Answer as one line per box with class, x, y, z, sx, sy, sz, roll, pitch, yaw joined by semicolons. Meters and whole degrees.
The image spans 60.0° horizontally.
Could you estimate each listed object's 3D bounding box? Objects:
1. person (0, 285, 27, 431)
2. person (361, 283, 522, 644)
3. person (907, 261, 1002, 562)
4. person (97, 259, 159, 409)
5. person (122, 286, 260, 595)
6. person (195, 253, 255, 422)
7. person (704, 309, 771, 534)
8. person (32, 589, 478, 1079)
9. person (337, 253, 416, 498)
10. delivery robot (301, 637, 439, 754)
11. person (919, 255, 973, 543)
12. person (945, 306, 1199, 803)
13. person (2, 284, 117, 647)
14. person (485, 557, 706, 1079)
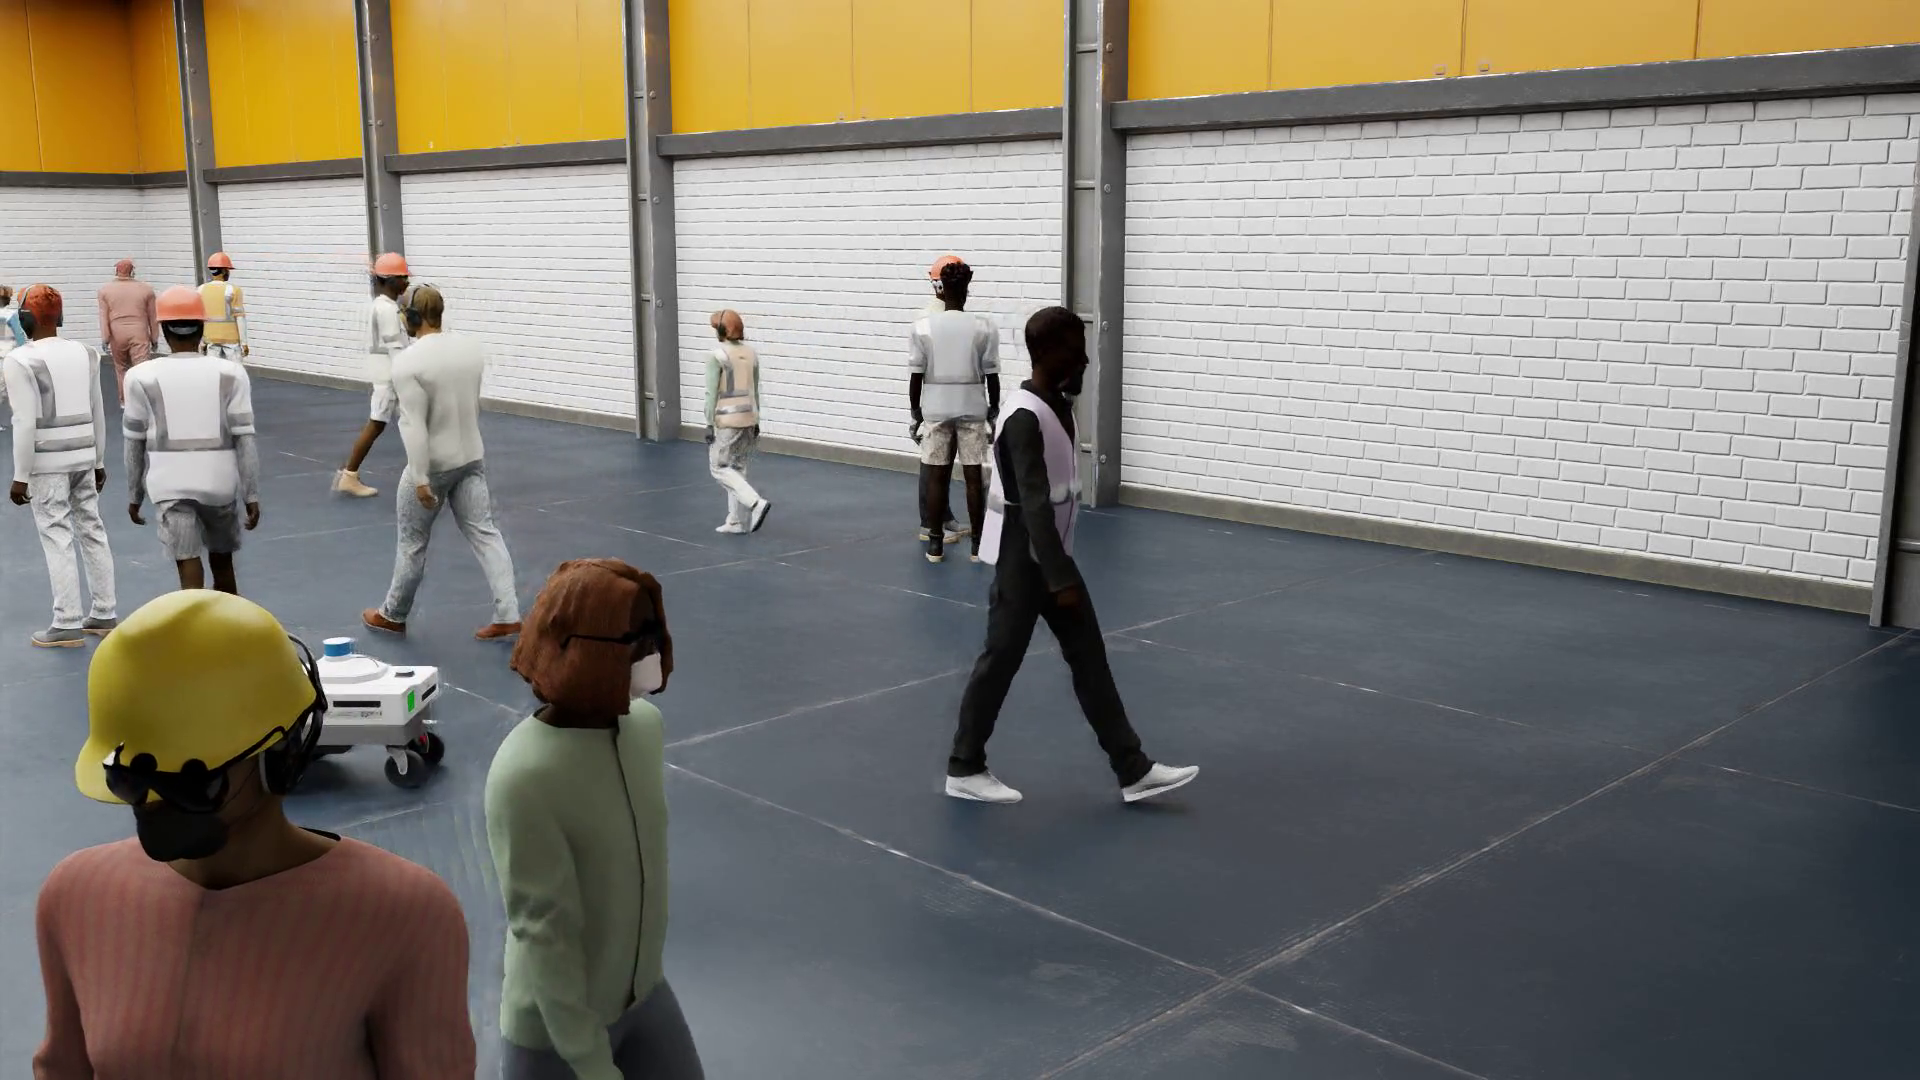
person;-10.487;-2.001;18.283;0.539;1.590;0.880;4;11;23
person;-2.707;-0.388;8.705;1.015;1.885;0.644;6;12;28
person;-0.034;-0.830;10.874;0.614;1.963;0.362;0;10;3
person;-10.037;-2.467;20.116;0.643;1.860;1.004;-6;12;-28
person;-3.684;-0.257;7.967;0.559;1.880;0.975;-6;12;-31
person;-8.315;-2.267;18.799;0.562;1.934;0.384;1;10;3
person;-1.551;-0.813;11.731;0.517;1.623;0.544;7;13;34
person;-0.818;0.912;1.944;0.524;1.759;0.328;1;10;3
person;-4.611;-1.332;13.557;1.082;1.988;0.626;-4;11;-19
delivery robot;-2.428;0.627;6.525;0.707;0.478;0.477;0;10;0
person;-0.097;-0.987;11.653;0.397;1.990;0.624;3;11;18
person;0.379;0.092;6.111;0.990;1.871;0.599;4;11;22
person;-4.686;-0.382;8.656;0.337;1.882;0.585;3;11;16
person;-0.547;0.829;2.844;0.733;1.601;0.506;4;11;23
